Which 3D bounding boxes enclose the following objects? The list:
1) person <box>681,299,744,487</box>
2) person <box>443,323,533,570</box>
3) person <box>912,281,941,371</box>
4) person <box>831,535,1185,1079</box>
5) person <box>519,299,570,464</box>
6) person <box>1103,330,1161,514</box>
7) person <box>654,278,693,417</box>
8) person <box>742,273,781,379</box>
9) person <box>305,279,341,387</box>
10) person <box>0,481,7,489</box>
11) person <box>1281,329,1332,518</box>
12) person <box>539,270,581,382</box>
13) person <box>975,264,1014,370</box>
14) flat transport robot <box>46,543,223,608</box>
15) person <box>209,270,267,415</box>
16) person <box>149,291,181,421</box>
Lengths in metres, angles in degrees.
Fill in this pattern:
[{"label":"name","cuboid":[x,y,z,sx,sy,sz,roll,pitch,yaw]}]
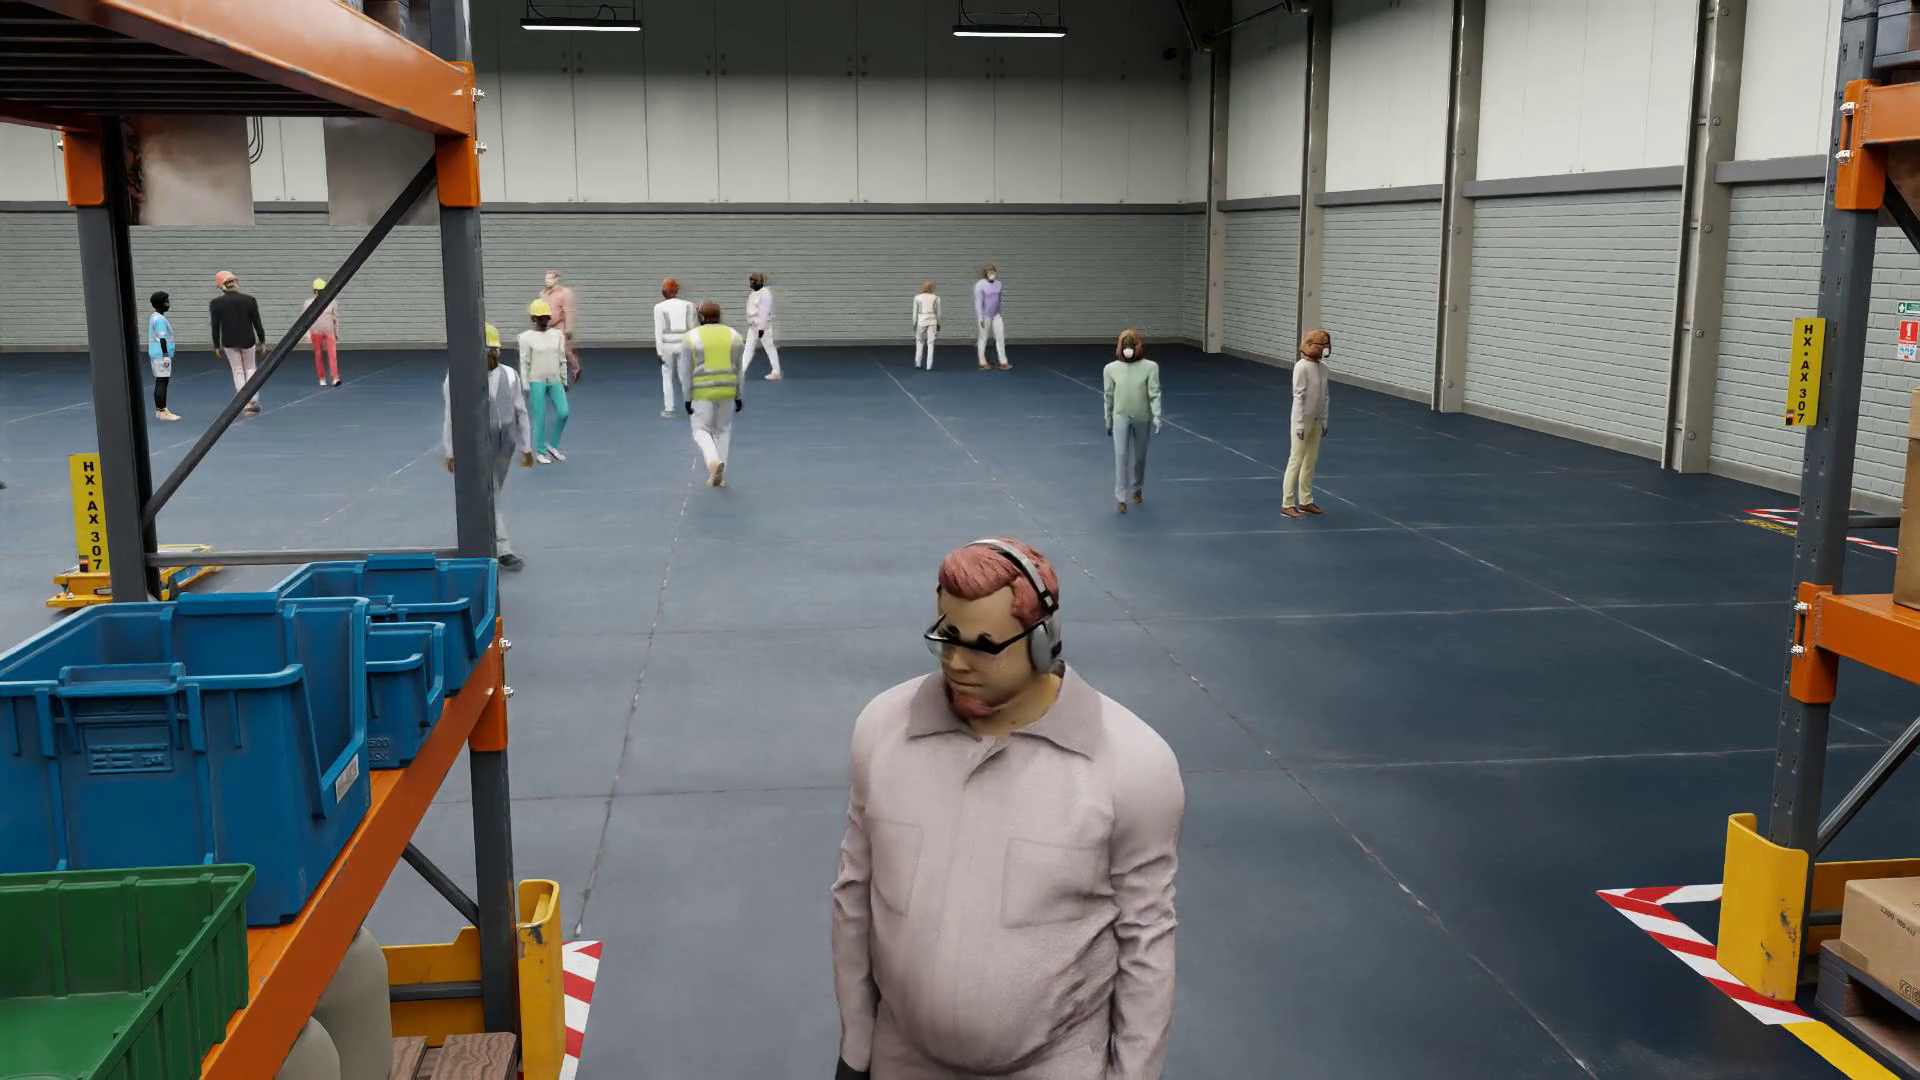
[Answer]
[{"label":"person","cuboid":[-2.331,-1.372,15.814,0.625,1.819,0.644,-5,12,-27]},{"label":"person","cuboid":[-3.476,-0.709,12.266,0.609,1.789,0.921,-10,14,-43]},{"label":"person","cuboid":[-0.609,-3.889,30.176,0.529,1.601,0.811,-1,10,-6]},{"label":"person","cuboid":[0.053,0.931,2.956,0.637,1.902,0.406,4,11,20]},{"label":"person","cuboid":[-4.385,-1.669,17.623,0.548,1.745,0.426,-8,13,-39]},{"label":"person","cuboid":[1.523,-1.068,14.744,0.513,1.597,0.822,1,10,6]},{"label":"person","cuboid":[-3.757,-2.534,22.046,0.588,1.865,0.682,-7,13,-34]},{"label":"person","cuboid":[-3.435,-3.578,27.967,0.944,1.789,0.650,-6,12,-31]},{"label":"person","cuboid":[-10.209,-3.306,26.670,0.543,1.712,0.912,-6,12,-32]},{"label":"person","cuboid":[-9.394,-1.417,15.730,0.552,1.932,0.377,-2,10,-9]},{"label":"person","cuboid":[3.008,-1.000,14.313,0.500,1.626,0.302,-10,14,-44]},{"label":"person","cuboid":[-6.545,-3.458,27.079,0.651,1.881,0.817,4,11,22]},{"label":"person","cuboid":[0.607,-3.975,29.823,0.658,1.902,0.894,-9,13,-40]},{"label":"flat transport robot","cuboid":[-5.577,0.221,11.318,0.652,0.197,1.431,-1,10,-6]},{"label":"person","cuboid":[-9.739,-2.654,22.461,0.674,1.949,0.429,-6,12,-28]},{"label":"person","cuboid":[-10.456,-2.408,21.812,0.317,1.697,0.540,-7,12,-32]}]
